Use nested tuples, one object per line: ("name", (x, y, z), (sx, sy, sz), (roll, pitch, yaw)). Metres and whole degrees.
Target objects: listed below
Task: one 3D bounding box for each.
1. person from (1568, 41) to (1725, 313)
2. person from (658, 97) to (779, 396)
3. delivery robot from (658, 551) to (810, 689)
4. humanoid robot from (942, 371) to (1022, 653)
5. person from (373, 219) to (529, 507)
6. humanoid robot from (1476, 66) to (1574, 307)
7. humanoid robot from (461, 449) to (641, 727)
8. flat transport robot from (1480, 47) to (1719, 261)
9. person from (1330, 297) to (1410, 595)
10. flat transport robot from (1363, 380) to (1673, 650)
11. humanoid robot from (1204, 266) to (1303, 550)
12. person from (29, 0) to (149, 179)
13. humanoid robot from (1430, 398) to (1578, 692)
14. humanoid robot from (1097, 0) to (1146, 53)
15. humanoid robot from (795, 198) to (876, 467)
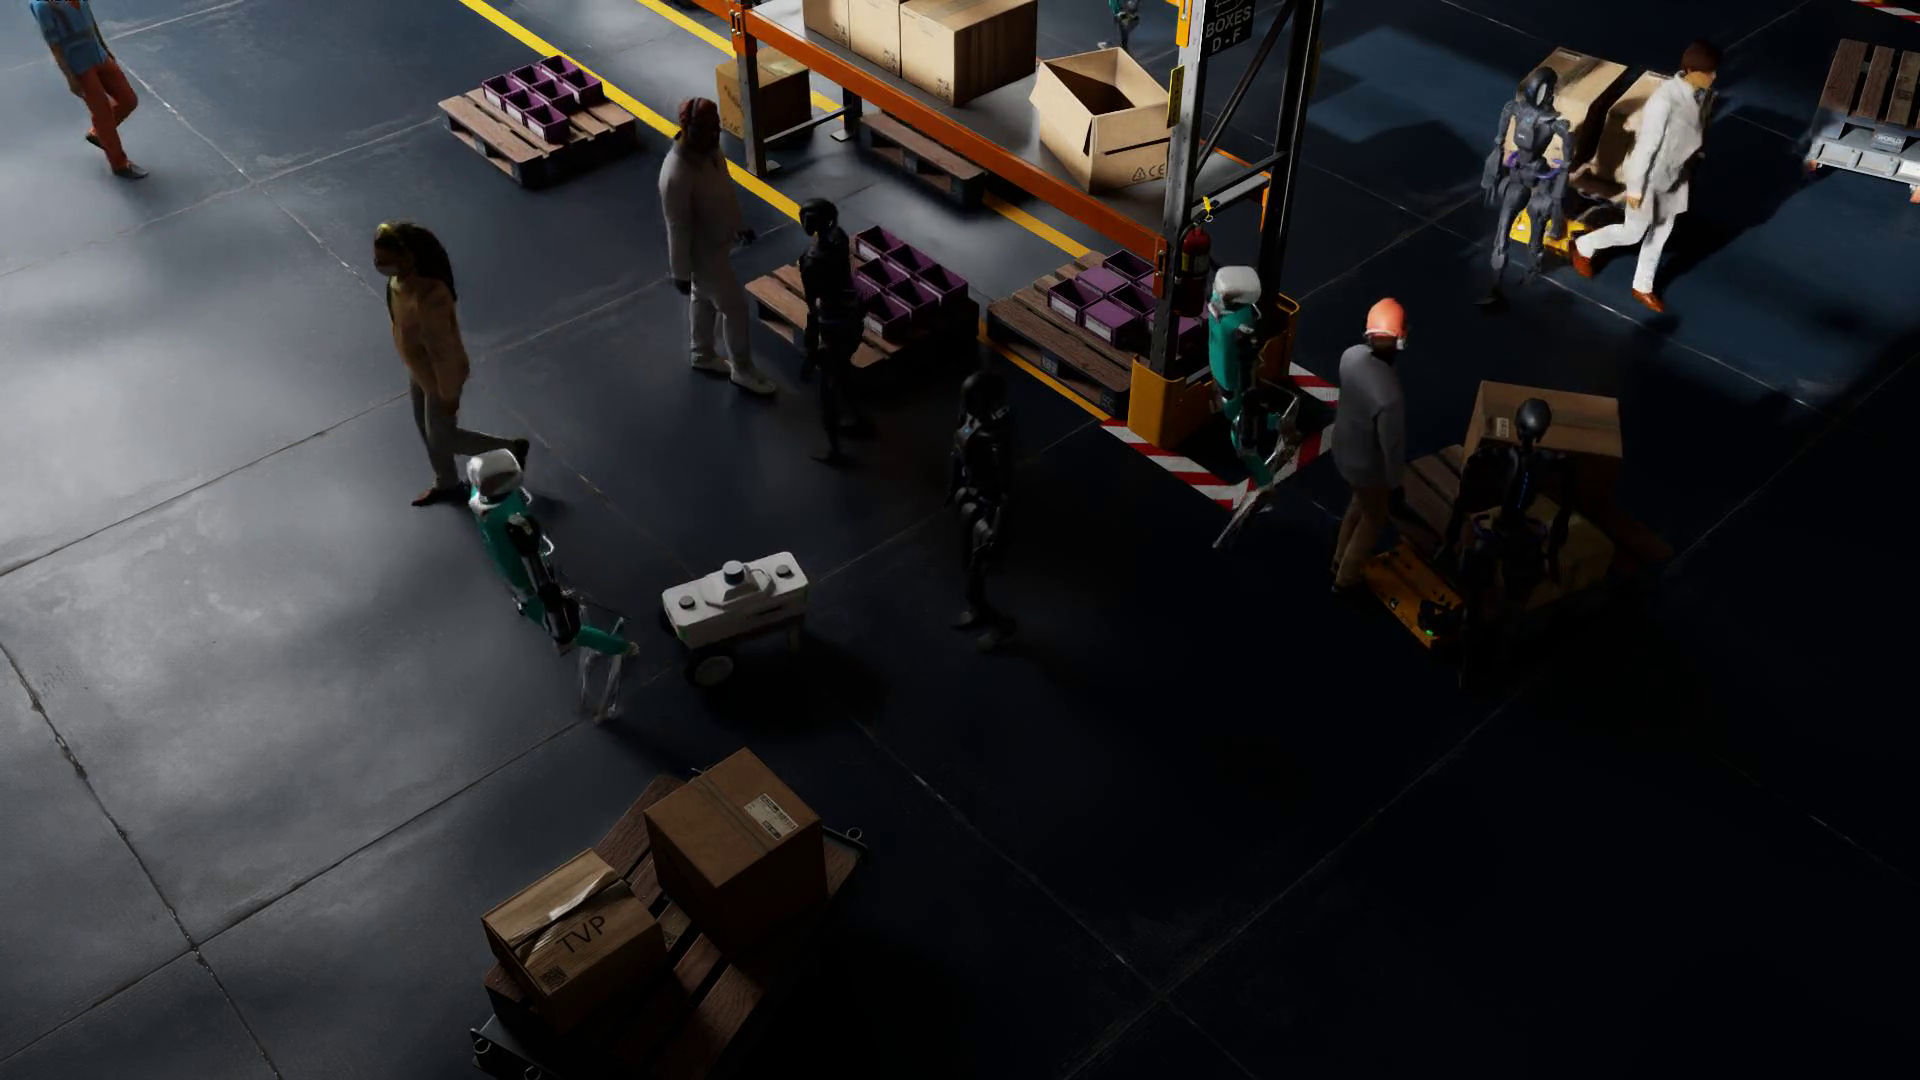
("person", (4.362, -2.327, 10.490), (0.536, 1.814, 0.612), (-20, 46, -20))
("person", (-1.362, -1.714, 9.761), (0.719, 1.884, 0.662), (6, 43, 6))
("delivery robot", (-1.153, 0.356, 8.488), (0.756, 0.584, 0.499), (-18, 46, -19))
("humanoid robot", (0.106, -0.162, 8.223), (0.316, 1.648, 0.610), (-18, 46, -19))
("person", (-2.806, -0.940, 8.944), (0.602, 1.856, 0.583), (-26, 49, -25))
("humanoid robot", (3.659, -2.238, 10.530), (0.652, 1.652, 0.591), (-22, 47, -22))
("humanoid robot", (-1.827, 0.266, 7.760), (0.680, 1.828, 0.552), (-29, 50, -28))
("flat transport robot", (4.409, -2.419, 11.726), (0.659, 0.231, 1.431), (27, 49, 26))
("person", (2.094, -0.444, 8.502), (0.389, 1.707, 0.599), (-6, 43, -6))
("flat transport robot", (2.918, 0.102, 8.984), (1.431, 0.231, 0.659), (-19, 46, -19))
("humanoid robot", (1.619, -0.673, 8.792), (0.782, 1.829, 0.546), (-10, 44, -11))
("person", (-6.120, -3.355, 11.648), (0.430, 1.749, 0.515), (8, 43, 8))
("humanoid robot", (2.612, 0.043, 8.016), (0.613, 1.642, 0.374), (5, 43, 5))
("humanoid robot", (1.291, -4.418, 12.846), (0.549, 1.788, 0.943), (-15, 45, -16))
("humanoid robot", (-0.715, -1.180, 9.344), (0.327, 1.646, 0.584), (13, 44, 14))
